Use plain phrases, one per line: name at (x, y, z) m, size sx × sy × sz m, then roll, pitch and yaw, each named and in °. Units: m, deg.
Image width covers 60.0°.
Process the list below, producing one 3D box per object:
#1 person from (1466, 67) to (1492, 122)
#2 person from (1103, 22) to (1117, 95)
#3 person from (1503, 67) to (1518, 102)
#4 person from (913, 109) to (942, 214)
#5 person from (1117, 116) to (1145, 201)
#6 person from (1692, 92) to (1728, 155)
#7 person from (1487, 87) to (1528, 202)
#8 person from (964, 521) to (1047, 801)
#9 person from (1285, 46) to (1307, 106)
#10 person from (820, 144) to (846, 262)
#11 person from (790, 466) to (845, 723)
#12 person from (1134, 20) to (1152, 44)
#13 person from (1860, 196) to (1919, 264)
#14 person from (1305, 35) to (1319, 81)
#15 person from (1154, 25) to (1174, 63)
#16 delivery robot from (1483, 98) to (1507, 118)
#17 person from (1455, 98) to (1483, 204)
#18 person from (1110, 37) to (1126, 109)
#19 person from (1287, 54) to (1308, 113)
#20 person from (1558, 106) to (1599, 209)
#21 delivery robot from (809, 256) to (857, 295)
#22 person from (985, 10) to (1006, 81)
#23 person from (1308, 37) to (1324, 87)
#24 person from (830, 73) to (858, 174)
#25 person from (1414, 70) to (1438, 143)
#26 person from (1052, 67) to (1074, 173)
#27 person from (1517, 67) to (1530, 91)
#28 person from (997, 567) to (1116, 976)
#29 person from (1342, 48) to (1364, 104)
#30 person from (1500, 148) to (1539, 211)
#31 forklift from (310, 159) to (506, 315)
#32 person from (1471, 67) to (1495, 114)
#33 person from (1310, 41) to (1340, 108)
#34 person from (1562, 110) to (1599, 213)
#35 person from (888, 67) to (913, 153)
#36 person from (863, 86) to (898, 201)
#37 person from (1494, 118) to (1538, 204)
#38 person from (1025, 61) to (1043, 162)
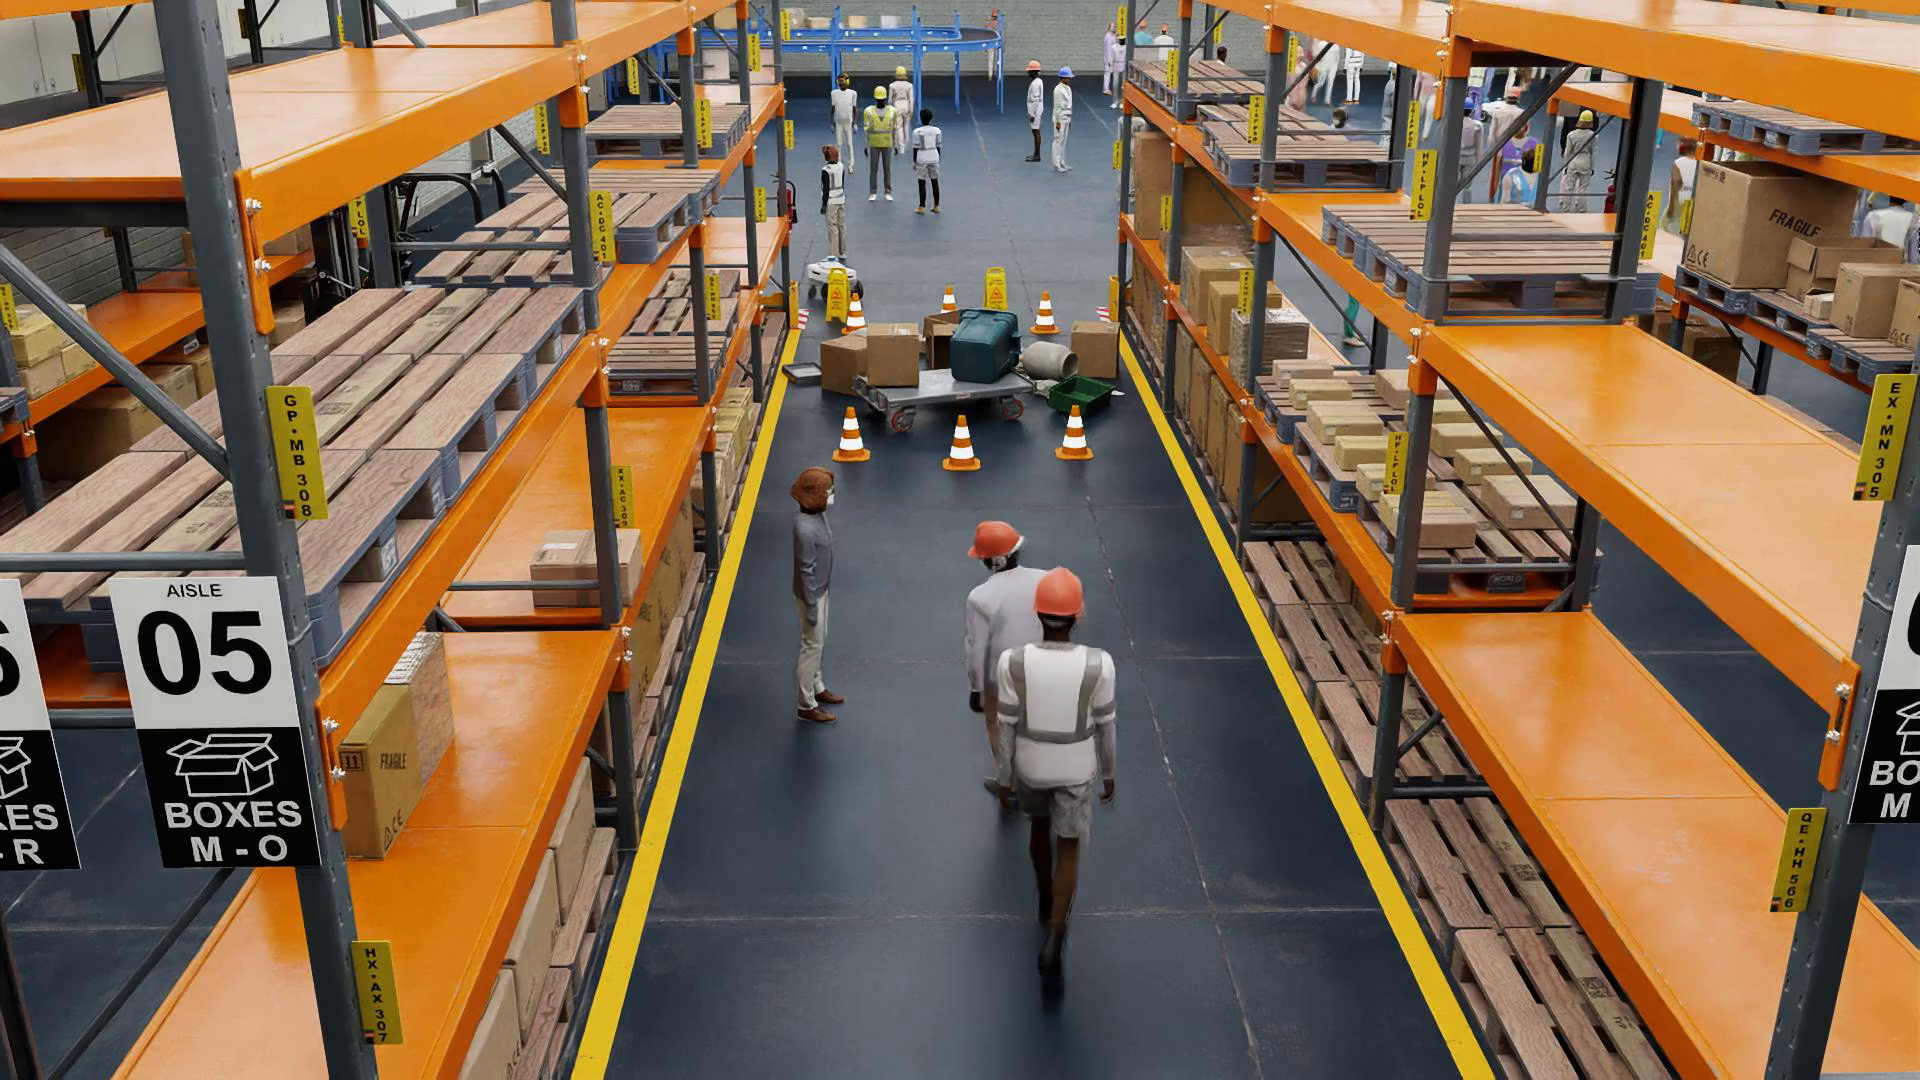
person at (11.682, -10.213, 37.541) m, size 0.401 × 1.901 × 0.624 m, roll -19°, pitch 28°, yaw -41°
person at (4.068, -12.992, 44.902) m, size 0.394 × 1.899 × 0.641 m, roll 1°, pitch 21°, yaw 3°
person at (14.351, -12.285, 43.062) m, size 0.329 × 1.874 × 0.518 m, roll 1°, pitch 21°, yaw 3°
person at (-0.537, -6.189, 27.209) m, size 0.531 × 1.690 × 0.322 m, roll -12°, pitch 24°, yaw -30°
person at (2.927, -6.658, 28.388) m, size 0.488 × 1.729 × 0.322 m, roll 9°, pitch 22°, yaw 22°
person at (15.291, -8.784, 33.790) m, size 0.356 × 1.884 × 0.574 m, roll -10°, pitch 23°, yaw -25°
person at (9.197, -6.610, 27.954) m, size 0.644 × 1.944 × 0.961 m, roll 7°, pitch 22°, yaw 17°
person at (0.279, 0.694, 8.982) m, size 0.607 × 1.704 × 0.548 m, roll -10°, pitch 23°, yaw -25°
person at (7.337, -9.804, 36.413) m, size 0.553 × 1.934 × 0.366 m, roll -7°, pitch 22°, yaw -19°
person at (-1.788, -4.733, 23.421) m, size 0.311 × 1.642 × 0.513 m, roll 10°, pitch 23°, yaw 26°
person at (-0.874, 0.324, 10.078) m, size 0.287 × 1.623 × 0.507 m, roll 1°, pitch 21°, yaw 3°
person at (4.866, -13.033, 44.961) m, size 0.607 × 1.944 × 1.056 m, roll -6°, pitch 21°, yaw -15°
person at (10.280, -3.013, 18.481) m, size 0.647 × 1.921 × 0.633 m, roll 5°, pitch 21°, yaw 12°
person at (10.270, -14.269, 48.459) m, size 0.556 × 1.749 × 0.363 m, roll -12°, pitch 24°, yaw -28°
person at (5.630, -13.368, 46.086) m, size 0.573 × 1.750 × 0.332 m, roll 1°, pitch 21°, yaw 3°
delivery robot at (12.637, -10.118, 39.033) m, size 0.477 × 0.478 × 0.707 m, roll -12°, pitch 24°, yaw -29°
person at (7.946, -6.010, 26.368) m, size 0.615 × 1.945 × 0.404 m, roll 0°, pitch 21°, yaw 0°
person at (4.018, -11.750, 41.603) m, size 0.593 × 1.900 × 0.787 m, roll 5°, pitch 21°, yaw 13°
person at (7.118, -9.300, 35.193) m, size 0.530 × 1.859 × 0.682 m, roll 17°, pitch 26°, yaw 37°
person at (10.295, -6.523, 27.662) m, size 0.619 × 1.990 × 0.395 m, roll 19°, pitch 28°, yaw 41°
delivery robot at (-1.629, -3.379, 21.222) m, size 0.477 × 0.478 × 0.707 m, roll -15°, pitch 25°, yaw -34°
person at (1.028, -14.460, 48.640) m, size 0.623 × 1.990 × 0.398 m, roll 3°, pitch 21°, yaw 7°
person at (10.089, -13.800, 47.015) m, size 0.577 × 1.910 × 0.748 m, roll 11°, pitch 24°, yaw 28°
person at (-2.184, -7.825, 31.274) m, size 0.524 × 1.871 × 0.325 m, roll 1°, pitch 21°, yaw 2°
person at (10.096, -9.549, 35.772) m, size 0.637 × 1.915 × 0.794 m, roll 11°, pitch 23°, yaw 27°
person at (1.954, -7.977, 31.566) m, size 0.405 × 1.948 × 0.605 m, roll 9°, pitch 22°, yaw 22°
person at (15.596, -13.428, 45.906) m, size 0.509 × 2.010 × 0.736 m, roll 3°, pitch 21°, yaw 9°
person at (0.434, 1.067, 7.726) m, size 0.553 × 1.904 × 0.877 m, roll 3°, pitch 21°, yaw 8°
person at (10.101, -12.160, 42.714) m, size 0.577 × 1.882 × 0.349 m, roll -10°, pitch 23°, yaw -25°
person at (7.327, -4.174, 21.665) m, size 0.624 × 1.843 × 0.429 m, roll -4°, pitch 21°, yaw -10°
forklift at (-5.622, -2.910, 17.832) m, size 2.313 × 2.155 × 1.214 m, roll -1°, pitch 21°, yaw -1°
person at (12.755, -11.195, 40.509) m, size 0.499 × 1.633 × 0.279 m, roll 19°, pitch 28°, yaw 41°
person at (9.285, -11.967, 42.197) m, size 0.656 × 1.909 × 0.786 m, roll -6°, pitch 22°, yaw -15°
person at (9.868, -5.943, 26.476) m, size 0.487 × 1.744 × 0.297 m, roll 11°, pitch 23°, yaw 26°
person at (-1.239, -8.867, 34.271) m, size 0.504 × 1.698 × 0.891 m, roll -5°, pitch 21°, yaw -14°
person at (-1.346, -6.752, 28.362) m, size 0.594 × 1.922 × 0.386 m, roll -3°, pitch 21°, yaw -8°
person at (8.285, -5.393, 24.877) m, size 0.565 × 1.847 × 0.396 m, roll 4°, pitch 21°, yaw 12°
person at (1.464, -8.470, 32.885) m, size 0.360 × 1.939 × 0.543 m, roll 3°, pitch 21°, yaw 7°
